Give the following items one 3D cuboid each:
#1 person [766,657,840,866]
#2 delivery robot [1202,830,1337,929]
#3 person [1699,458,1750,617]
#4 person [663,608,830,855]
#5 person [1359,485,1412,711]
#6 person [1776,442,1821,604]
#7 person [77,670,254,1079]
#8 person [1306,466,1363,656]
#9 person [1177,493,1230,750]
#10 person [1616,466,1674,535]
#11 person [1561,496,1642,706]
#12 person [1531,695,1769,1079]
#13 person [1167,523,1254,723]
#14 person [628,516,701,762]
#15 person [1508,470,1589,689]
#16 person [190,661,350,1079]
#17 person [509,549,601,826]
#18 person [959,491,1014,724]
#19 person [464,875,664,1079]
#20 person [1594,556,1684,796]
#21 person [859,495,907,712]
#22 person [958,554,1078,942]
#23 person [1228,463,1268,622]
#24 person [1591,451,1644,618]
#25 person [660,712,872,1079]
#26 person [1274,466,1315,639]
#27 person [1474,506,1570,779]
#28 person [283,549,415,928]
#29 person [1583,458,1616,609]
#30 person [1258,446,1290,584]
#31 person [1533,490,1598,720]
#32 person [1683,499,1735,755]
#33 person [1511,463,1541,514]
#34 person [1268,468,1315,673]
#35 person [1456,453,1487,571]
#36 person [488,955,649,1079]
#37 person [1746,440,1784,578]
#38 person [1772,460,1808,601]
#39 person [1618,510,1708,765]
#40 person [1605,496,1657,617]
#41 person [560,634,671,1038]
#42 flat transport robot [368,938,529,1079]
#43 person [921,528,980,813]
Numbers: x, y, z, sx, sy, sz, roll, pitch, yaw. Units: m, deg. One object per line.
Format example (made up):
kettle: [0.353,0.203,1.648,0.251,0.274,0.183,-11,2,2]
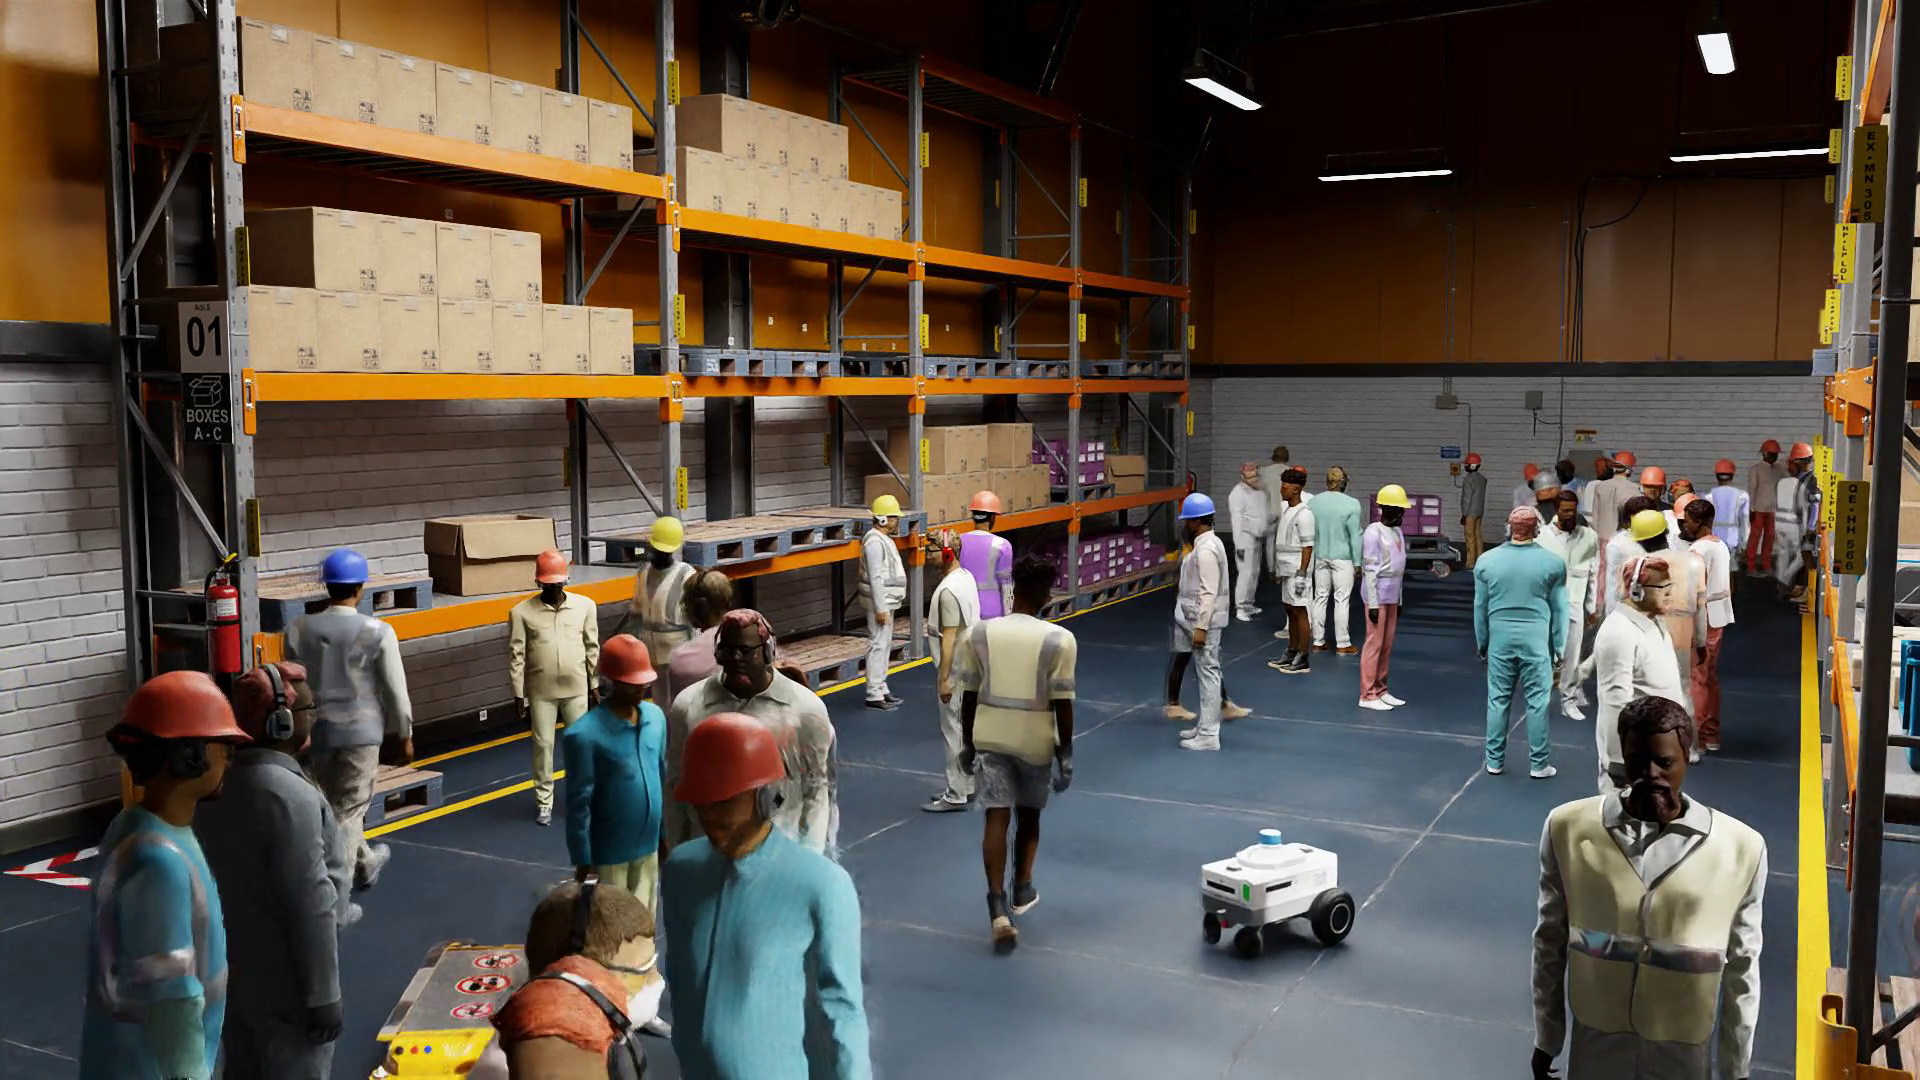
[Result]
person: [-0.740,1.296,6.863,0.511,1.641,0.308,-3,6,-25]
delivery robot: [1.517,1.667,8.149,0.707,0.478,0.477,-4,7,-38]
person: [8.776,0.018,19.144,0.542,1.921,0.554,2,6,20]
person: [-0.822,1.210,6.371,0.640,1.909,0.409,0,5,1]
person: [3.618,0.487,14.117,0.401,1.919,0.582,5,7,41]
person: [10.597,-0.211,20.967,0.388,2.037,0.605,0,5,2]
person: [-2.050,1.354,4.145,0.603,2.041,0.818,-2,6,-21]
person: [3.807,0.213,16.931,0.635,1.937,0.354,5,7,42]
person: [1.837,0.616,12.590,0.402,1.940,0.602,1,5,10]
person: [6.485,0.301,15.669,0.612,1.997,0.376,2,6,21]
person: [5.607,0.532,14.093,0.932,1.832,0.535,0,5,5]
person: [1.879,1.371,4.578,0.591,1.920,0.392,2,6,21]
person: [2.040,0.659,13.512,0.769,1.663,0.553,0,5,-5]
person: [-1.983,0.776,11.113,0.775,1.902,0.417,5,7,44]
person: [5.262,0.352,14.889,0.688,2.000,0.556,2,6,23]
person: [-2.092,1.324,5.147,0.641,1.908,0.407,4,7,39]
person: [-2.529,0.919,10.424,0.572,1.737,0.353,-2,6,-24]
person: [0.176,0.577,13.120,0.550,1.923,0.391,2,6,23]
person: [-0.815,1.540,3.051,1.020,1.882,0.630,0,5,-4]
person: [3.404,1.028,8.336,0.400,1.907,0.644,4,7,36]
person: [-0.648,0.534,14.114,0.403,1.828,0.596,1,5,7]
person: [0.269,1.026,8.375,0.631,1.914,0.949,1,5,13]
person: [3.437,0.017,19.476,0.410,1.862,0.845,4,7,36]
person: [7.736,-0.051,19.538,0.414,1.985,0.635,-5,7,-43]
person: [-0.457,1.380,4.252,0.612,1.966,0.846,3,6,29]
person: [3.650,0.136,18.050,0.585,1.882,0.344,-5,7,-42]
person: [3.937,0.716,11.665,0.641,1.913,0.407,3,6,29]
person: [-3.151,0.996,8.699,0.642,1.897,0.979,1,5,10]
person: [7.782,-0.067,20.301,0.366,1.877,0.581,-1,5,-6]
person: [4.491,-0.361,23.291,0.645,1.904,0.898,2,6,21]
person: [4.926,0.536,13.650,0.594,1.911,0.407,0,5,-4]
person: [5.561,0.647,12.450,0.412,1.906,0.602,5,7,41]
person: [7.692,-0.180,22.365,0.586,1.702,0.664,0,5,4]
person: [3.201,0.290,15.944,0.368,1.967,0.600,0,5,-5]
person: [7.569,-0.411,24.611,0.327,1.752,0.573,5,7,44]
person: [-0.534,1.587,2.682,0.574,1.833,0.939,-2,6,-21]
person: [11.539,-0.446,23.788,0.633,1.984,0.419,-2,6,-22]
person: [10.511,-0.135,21.072,0.436,1.866,0.583,-3,6,-25]
person: [5.059,0.713,11.952,0.643,1.874,0.562,1,5,8]
person: [5.214,0.609,12.868,0.598,1.907,0.409,-3,6,-32]
person: [-1.381,1.247,6.862,0.360,1.741,0.583,3,6,30]
flat transport robot: [-1.981,1.968,6.917,0.652,0.197,1.431,-1,5,-6]
person: [-0.033,0.839,10.751,0.394,1.836,0.560,1,5,9]
